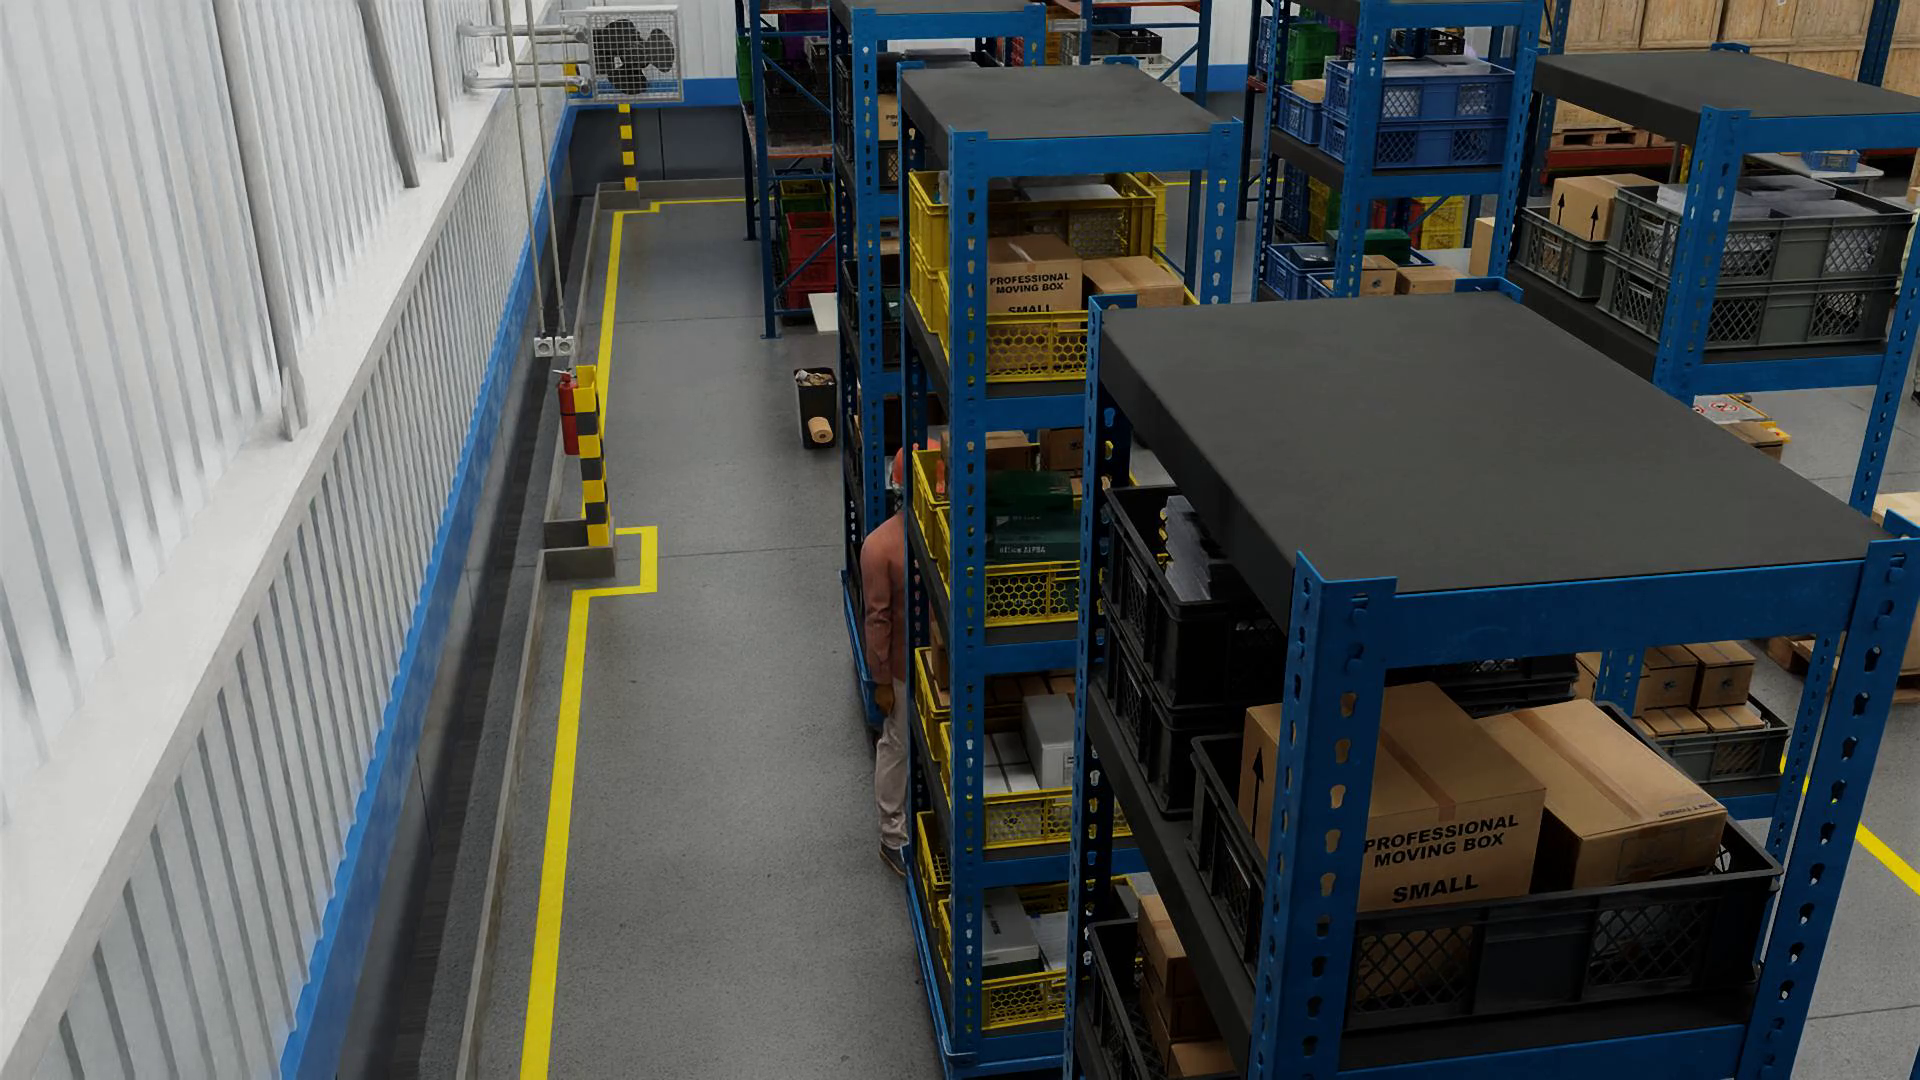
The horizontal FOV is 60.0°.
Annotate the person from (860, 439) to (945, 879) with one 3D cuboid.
[{"bbox_3d":[-0.163,0.499,7.135,0.376,1.995,0.609,19,31,35],"label":"person"}]

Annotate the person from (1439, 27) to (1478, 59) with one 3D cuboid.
[{"bbox_3d":[5.657,-5.060,19.298,0.374,1.933,0.625,-17,30,-33],"label":"person"}]

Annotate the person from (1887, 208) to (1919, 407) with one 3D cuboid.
[{"bbox_3d":[7.322,-1.890,12.516,0.588,1.834,0.403,5,25,11],"label":"person"}]
